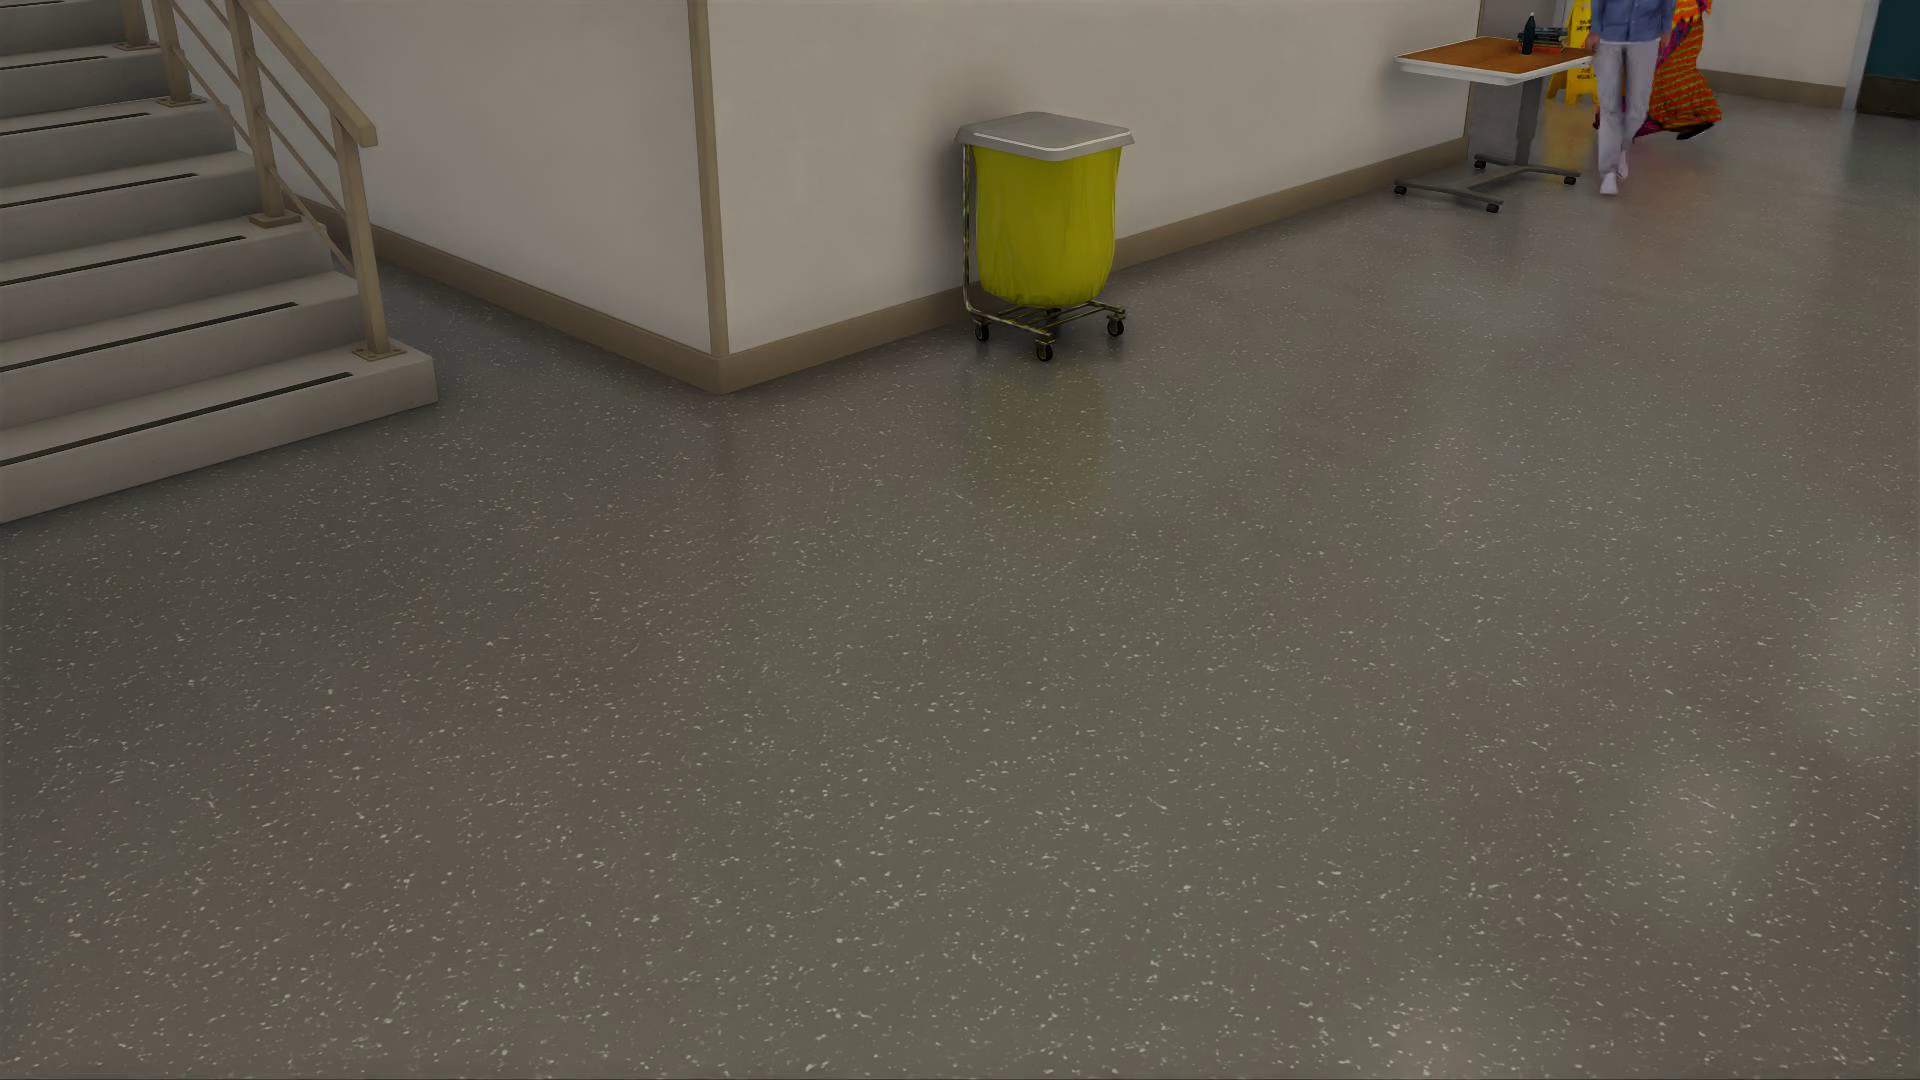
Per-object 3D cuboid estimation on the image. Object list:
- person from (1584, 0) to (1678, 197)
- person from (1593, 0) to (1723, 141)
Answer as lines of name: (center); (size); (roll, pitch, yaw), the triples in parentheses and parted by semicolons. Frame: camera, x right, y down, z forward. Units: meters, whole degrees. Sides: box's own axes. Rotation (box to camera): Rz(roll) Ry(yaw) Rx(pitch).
person: (3.913, -3.001, 9.812); (0.884, 1.867, 0.934); (3, 26, 7)
person: (4.751, -3.474, 11.039); (0.722, 1.652, 1.130); (-19, 32, -34)
